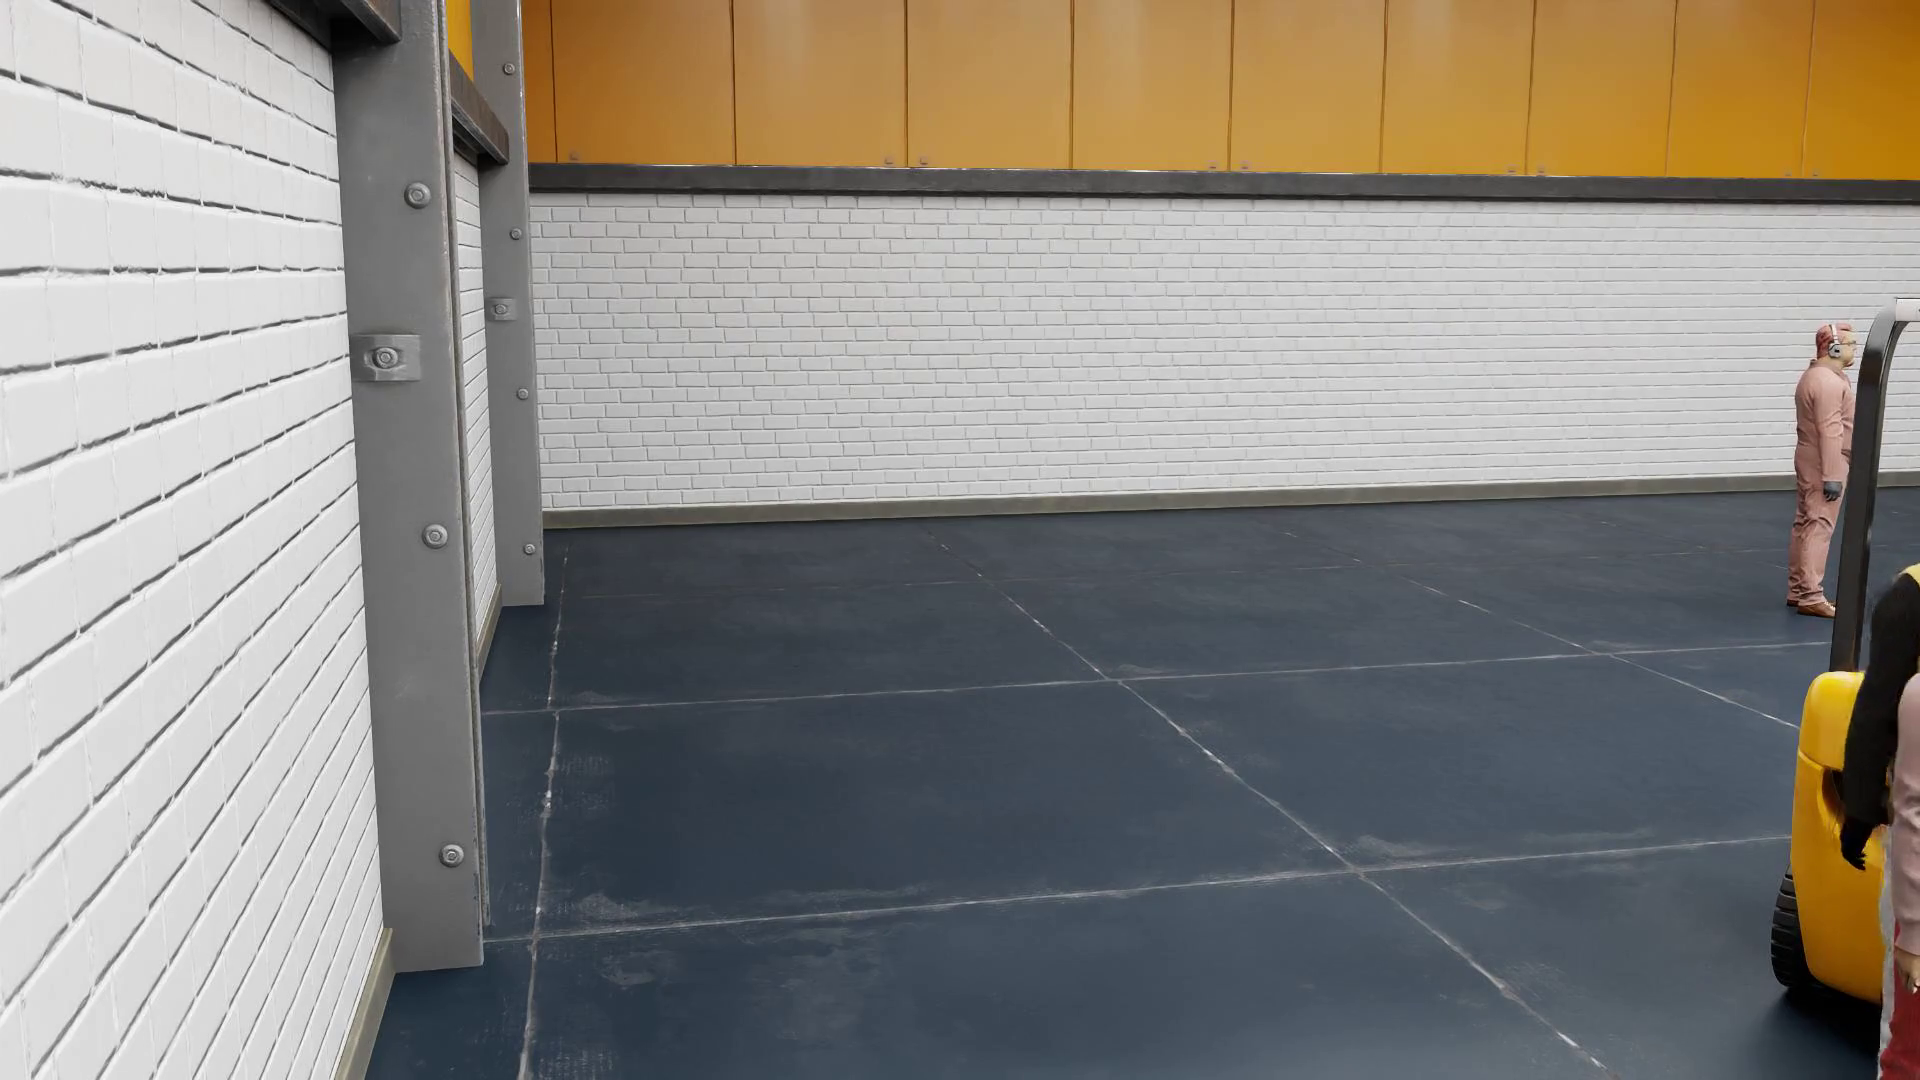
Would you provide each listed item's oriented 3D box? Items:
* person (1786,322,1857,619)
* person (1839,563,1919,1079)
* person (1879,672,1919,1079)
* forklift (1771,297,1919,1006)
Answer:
[{"bbox_3d":[5.655,-0.456,10.852,0.408,1.913,0.642,3,10,16],"label":"person"},{"bbox_3d":[2.554,0.703,4.130,0.672,1.806,0.498,3,10,20],"label":"person"},{"bbox_3d":[2.213,0.813,3.560,0.522,1.768,0.312,-3,10,-18],"label":"person"},{"bbox_3d":[3.542,0.334,5.177,2.313,2.155,1.214,-9,13,-43],"label":"forklift"}]
